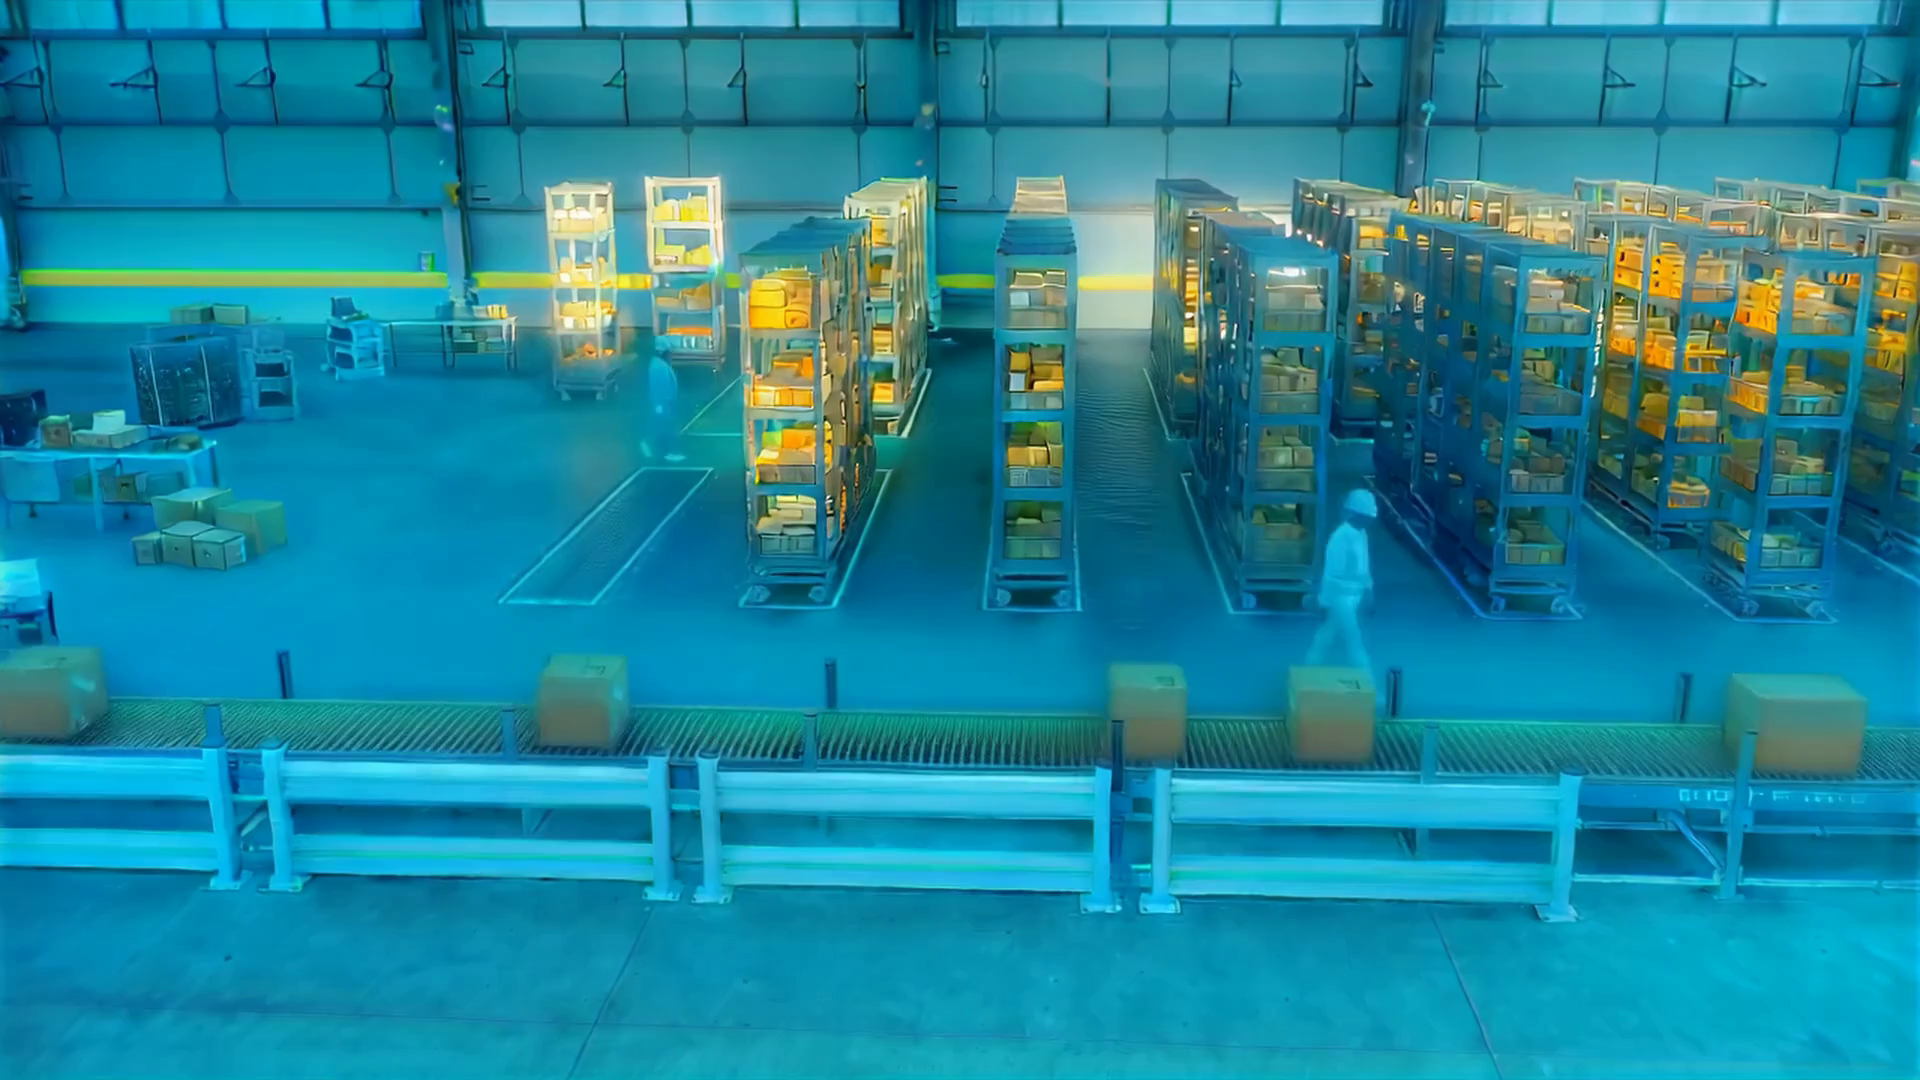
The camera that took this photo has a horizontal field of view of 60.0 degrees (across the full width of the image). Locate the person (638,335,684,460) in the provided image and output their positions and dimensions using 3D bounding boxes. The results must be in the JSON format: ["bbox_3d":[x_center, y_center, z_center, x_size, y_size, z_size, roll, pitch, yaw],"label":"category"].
[{"bbox_3d":[-4.243,-1.998,23.518,0.530,1.812,0.599,-1,15,-4],"label":"person"}]

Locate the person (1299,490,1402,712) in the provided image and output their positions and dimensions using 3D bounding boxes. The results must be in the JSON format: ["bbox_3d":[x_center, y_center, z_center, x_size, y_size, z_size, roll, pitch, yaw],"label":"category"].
[{"bbox_3d":[3.301,0.493,14.139,1.034,1.886,0.613,10,18,33],"label":"person"}]
